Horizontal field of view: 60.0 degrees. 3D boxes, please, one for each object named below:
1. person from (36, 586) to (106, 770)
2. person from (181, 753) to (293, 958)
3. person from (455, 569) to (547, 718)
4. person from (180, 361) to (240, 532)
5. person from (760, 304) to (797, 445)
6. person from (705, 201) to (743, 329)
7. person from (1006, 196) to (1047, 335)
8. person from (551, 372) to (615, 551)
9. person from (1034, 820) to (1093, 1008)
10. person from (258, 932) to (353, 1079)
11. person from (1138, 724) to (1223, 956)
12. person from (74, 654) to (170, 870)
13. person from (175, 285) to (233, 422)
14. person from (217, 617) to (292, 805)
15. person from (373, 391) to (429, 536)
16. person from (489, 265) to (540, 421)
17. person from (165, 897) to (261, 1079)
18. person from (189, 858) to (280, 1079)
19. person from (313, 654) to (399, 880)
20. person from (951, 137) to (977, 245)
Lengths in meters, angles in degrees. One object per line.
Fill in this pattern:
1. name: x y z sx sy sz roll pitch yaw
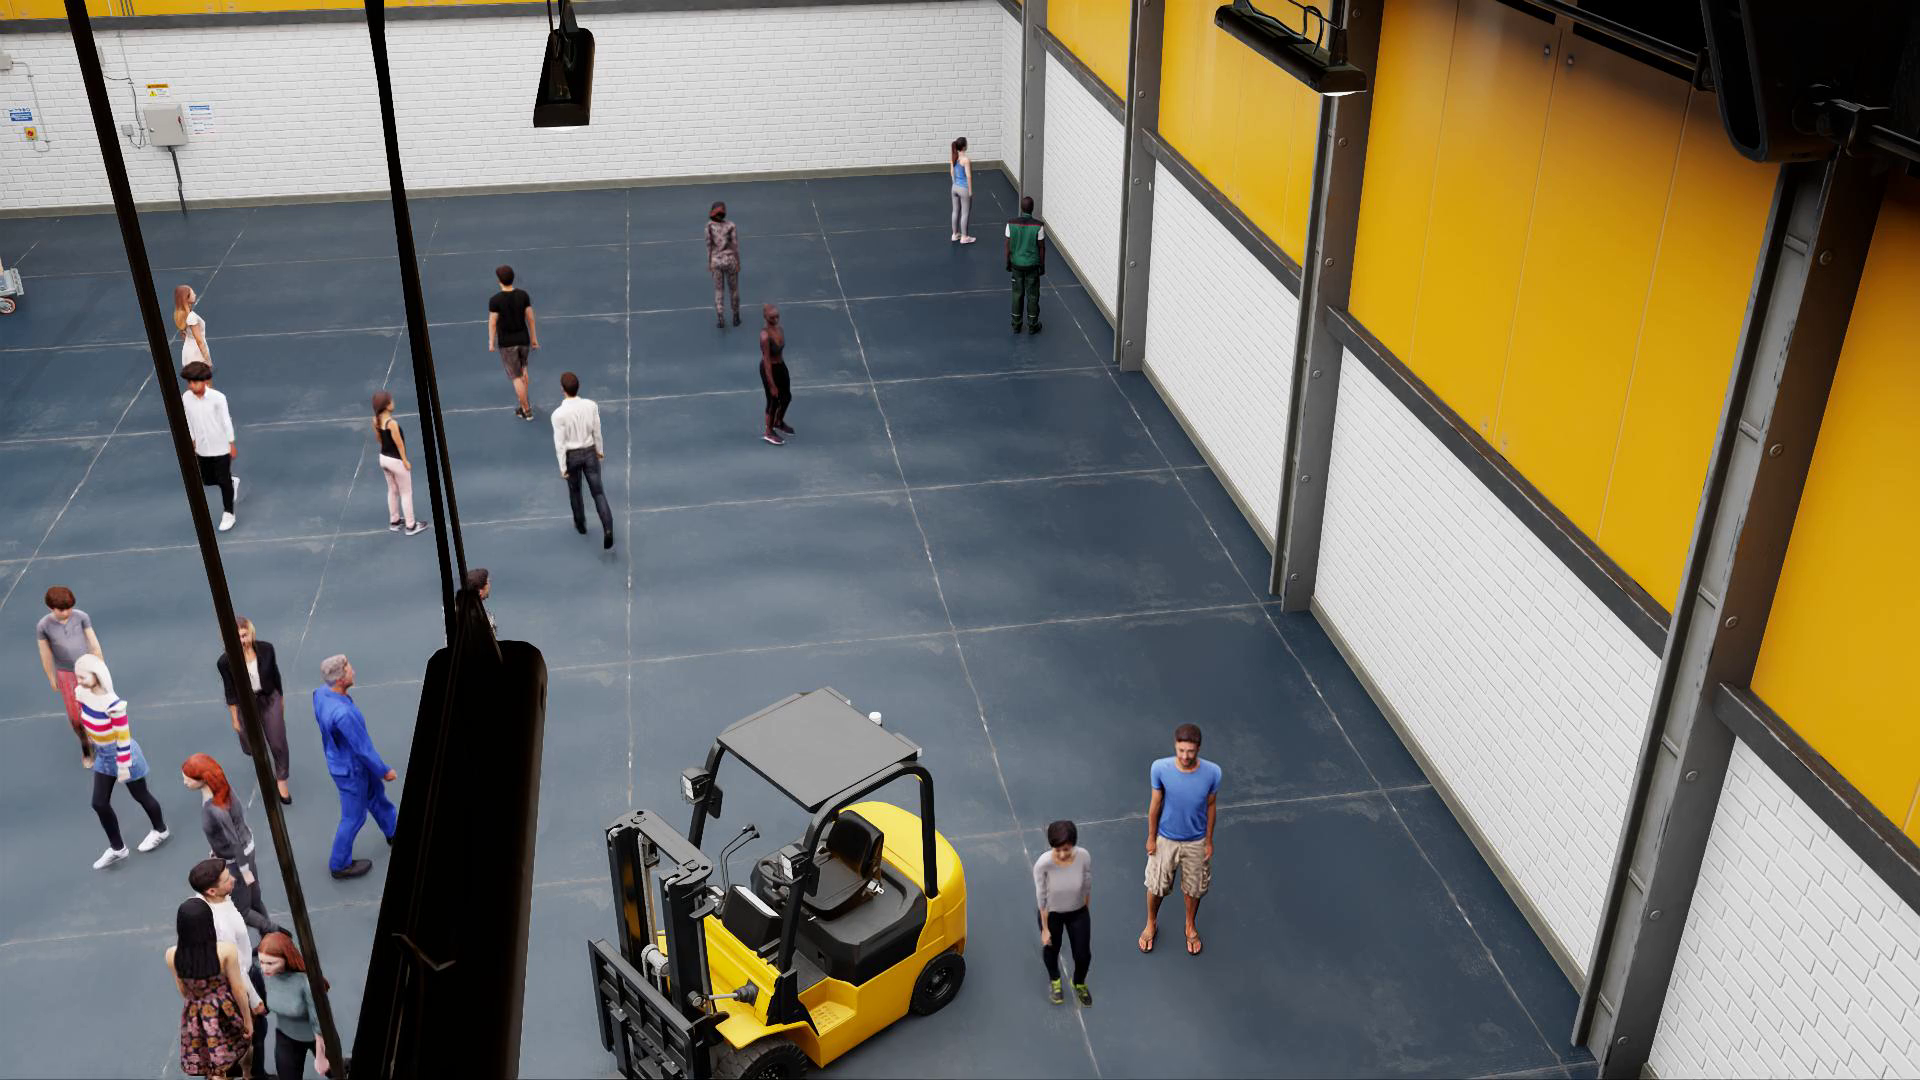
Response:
1. person: -7.188 1.046 13.555 0.695 1.631 0.745 -17 33 -28
2. person: -4.861 2.150 11.400 0.730 1.757 0.658 -14 31 -23
3. person: -3.890 1.128 13.230 1.238 1.799 1.207 24 37 37
4. person: -7.688 -1.024 17.178 0.746 1.795 0.974 0 29 1
5. person: -2.140 -1.885 18.829 0.876 1.725 0.765 6 29 10
6. person: -3.147 -3.676 22.125 0.601 1.714 0.585 -1 29 -2
7. person: 0.864 -3.621 21.894 0.776 1.838 0.757 8 30 14
8. person: -3.751 -0.772 16.665 0.932 1.844 1.234 -16 32 -27
9. person: 0.654 2.434 11.113 0.559 1.532 0.581 -6 29 -11
10. person: -3.846 2.953 9.979 0.944 1.708 1.199 10 30 17
11. person: 1.528 2.039 11.494 0.701 1.862 0.640 2 29 4
12. person: -6.214 1.571 12.429 0.907 1.788 0.985 14 31 23
13. person: -8.889 -2.158 19.359 0.654 1.697 0.730 24 37 37
14. person: -5.544 1.308 13.055 0.818 1.650 0.972 -20 34 -32
15. person: -5.786 -0.795 17.002 0.614 1.562 0.672 18 33 29
16. person: -5.175 -2.281 19.432 0.911 1.843 1.010 -24 37 -37
17. person: -4.439 2.969 9.933 0.723 1.724 1.251 -9 30 -16
18. person: -4.551 2.738 10.226 0.810 1.849 0.746 -17 33 -28
19. person: -4.530 1.699 12.187 1.026 1.795 1.060 -17 33 -29
20. person: 0.022 -5.316 25.241 0.717 1.610 0.630 -24 36 -36
